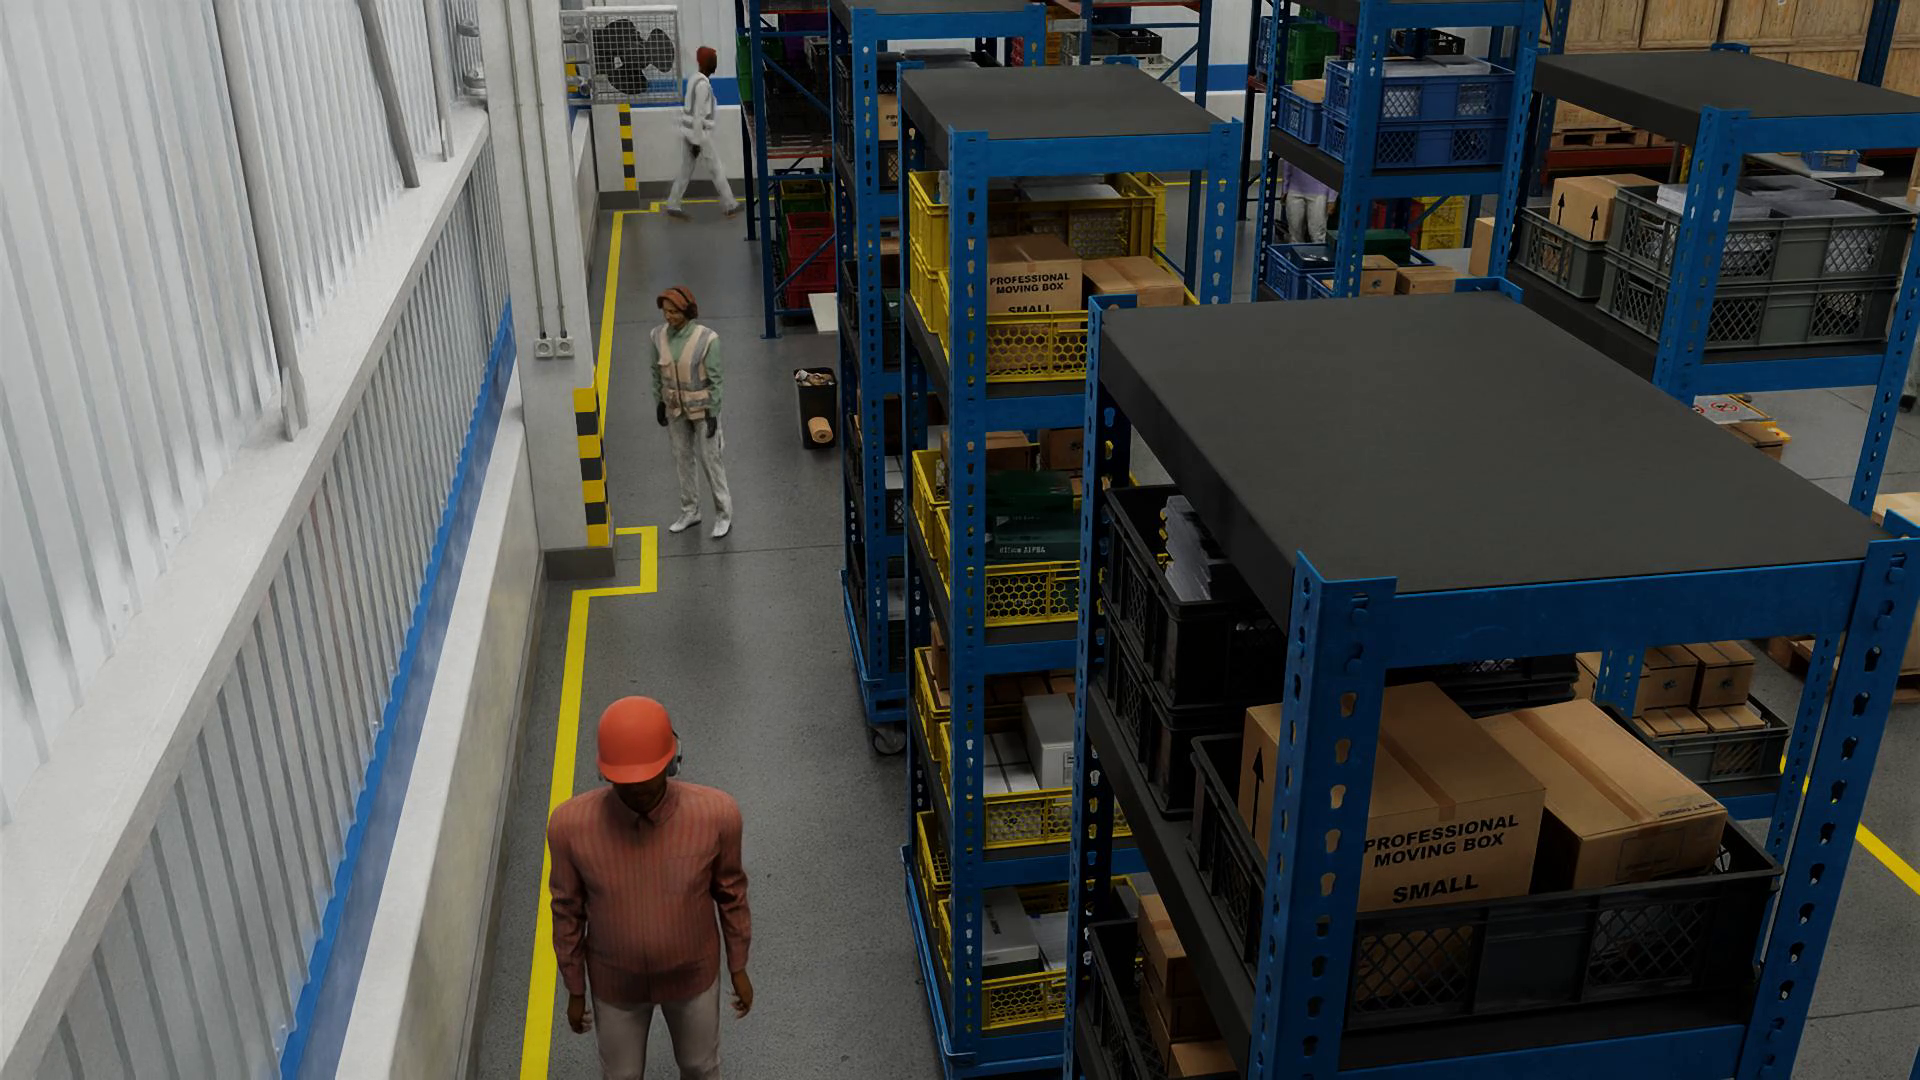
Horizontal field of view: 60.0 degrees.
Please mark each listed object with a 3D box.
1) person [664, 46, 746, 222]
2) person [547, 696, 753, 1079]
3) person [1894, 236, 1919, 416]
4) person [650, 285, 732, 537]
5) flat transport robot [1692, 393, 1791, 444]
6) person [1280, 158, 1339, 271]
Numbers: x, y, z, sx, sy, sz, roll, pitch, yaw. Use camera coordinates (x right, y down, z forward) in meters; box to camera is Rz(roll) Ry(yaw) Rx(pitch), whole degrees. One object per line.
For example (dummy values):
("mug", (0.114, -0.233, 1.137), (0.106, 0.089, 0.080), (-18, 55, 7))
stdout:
("person", (-2.765, -4.334, 17.825), (1.003, 1.824, 0.613), (-10, 26, -20))
("person", (-0.958, 1.365, 5.250), (0.610, 1.996, 0.386), (-5, 25, -10))
("person", (7.289, -1.788, 12.321), (0.628, 1.815, 0.499), (9, 26, 18))
("person", (-1.685, -0.802, 10.394), (0.531, 1.630, 0.330), (10, 27, 21))
("flat transport robot", (5.224, -0.859, 12.132), (1.431, 0.197, 0.652), (-4, 25, -8))
("person", (3.187, -3.169, 15.173), (0.631, 1.940, 0.369), (22, 33, 39))
